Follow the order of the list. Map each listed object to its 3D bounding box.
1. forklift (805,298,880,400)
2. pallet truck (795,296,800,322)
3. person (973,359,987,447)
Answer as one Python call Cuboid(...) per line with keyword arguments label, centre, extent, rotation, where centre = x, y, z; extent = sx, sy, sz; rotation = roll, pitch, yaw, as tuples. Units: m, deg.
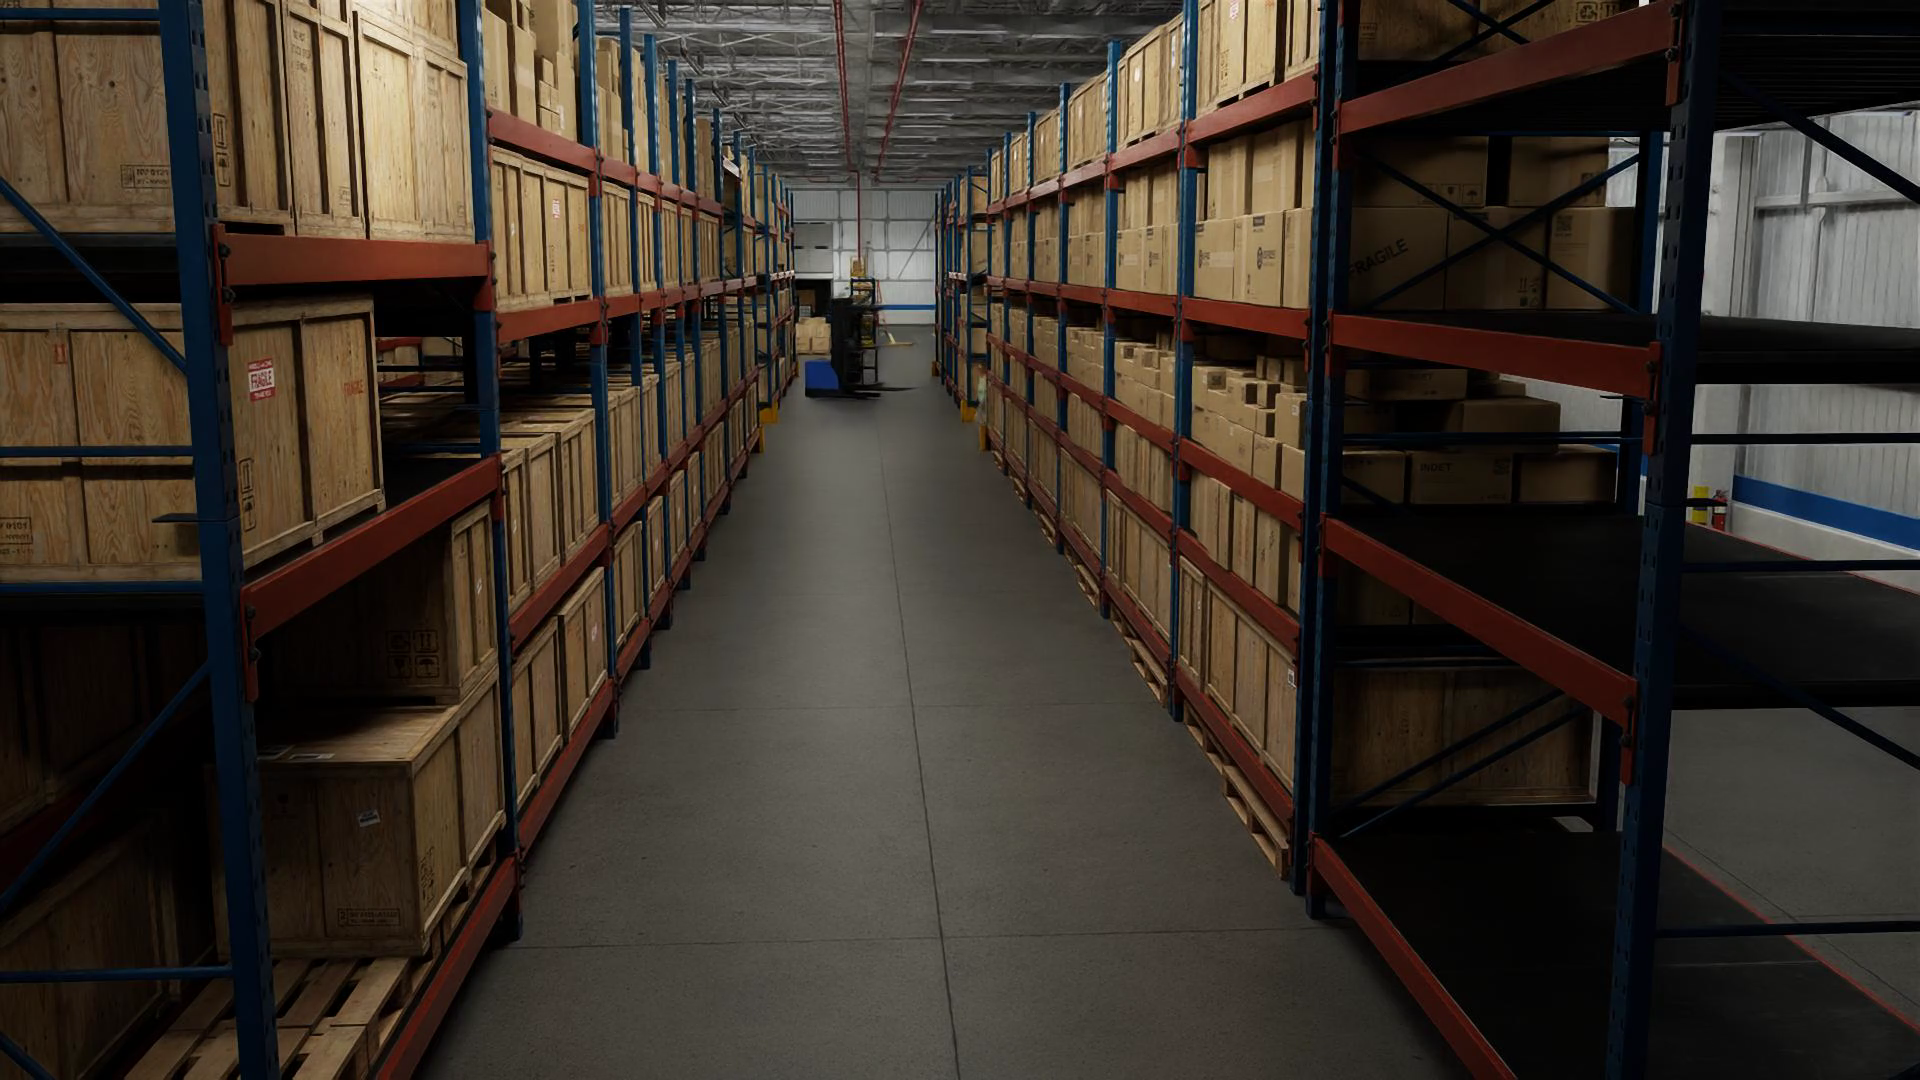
Cuboid(label="forklift", centre=(-3.316, -5.357, 46.468), extent=(1.873, 2.768, 1.129), rotation=(3, 10, 20))
Cuboid(label="pallet truck", centre=(-8.622, -12.439, 91.403), extent=(1.885, 1.965, 0.823), rotation=(2, 10, 13))
Cuboid(label="person", centre=(0.479, -2.822, 34.435), extent=(0.530, 1.830, 0.591), rotation=(-1, 10, -9))
